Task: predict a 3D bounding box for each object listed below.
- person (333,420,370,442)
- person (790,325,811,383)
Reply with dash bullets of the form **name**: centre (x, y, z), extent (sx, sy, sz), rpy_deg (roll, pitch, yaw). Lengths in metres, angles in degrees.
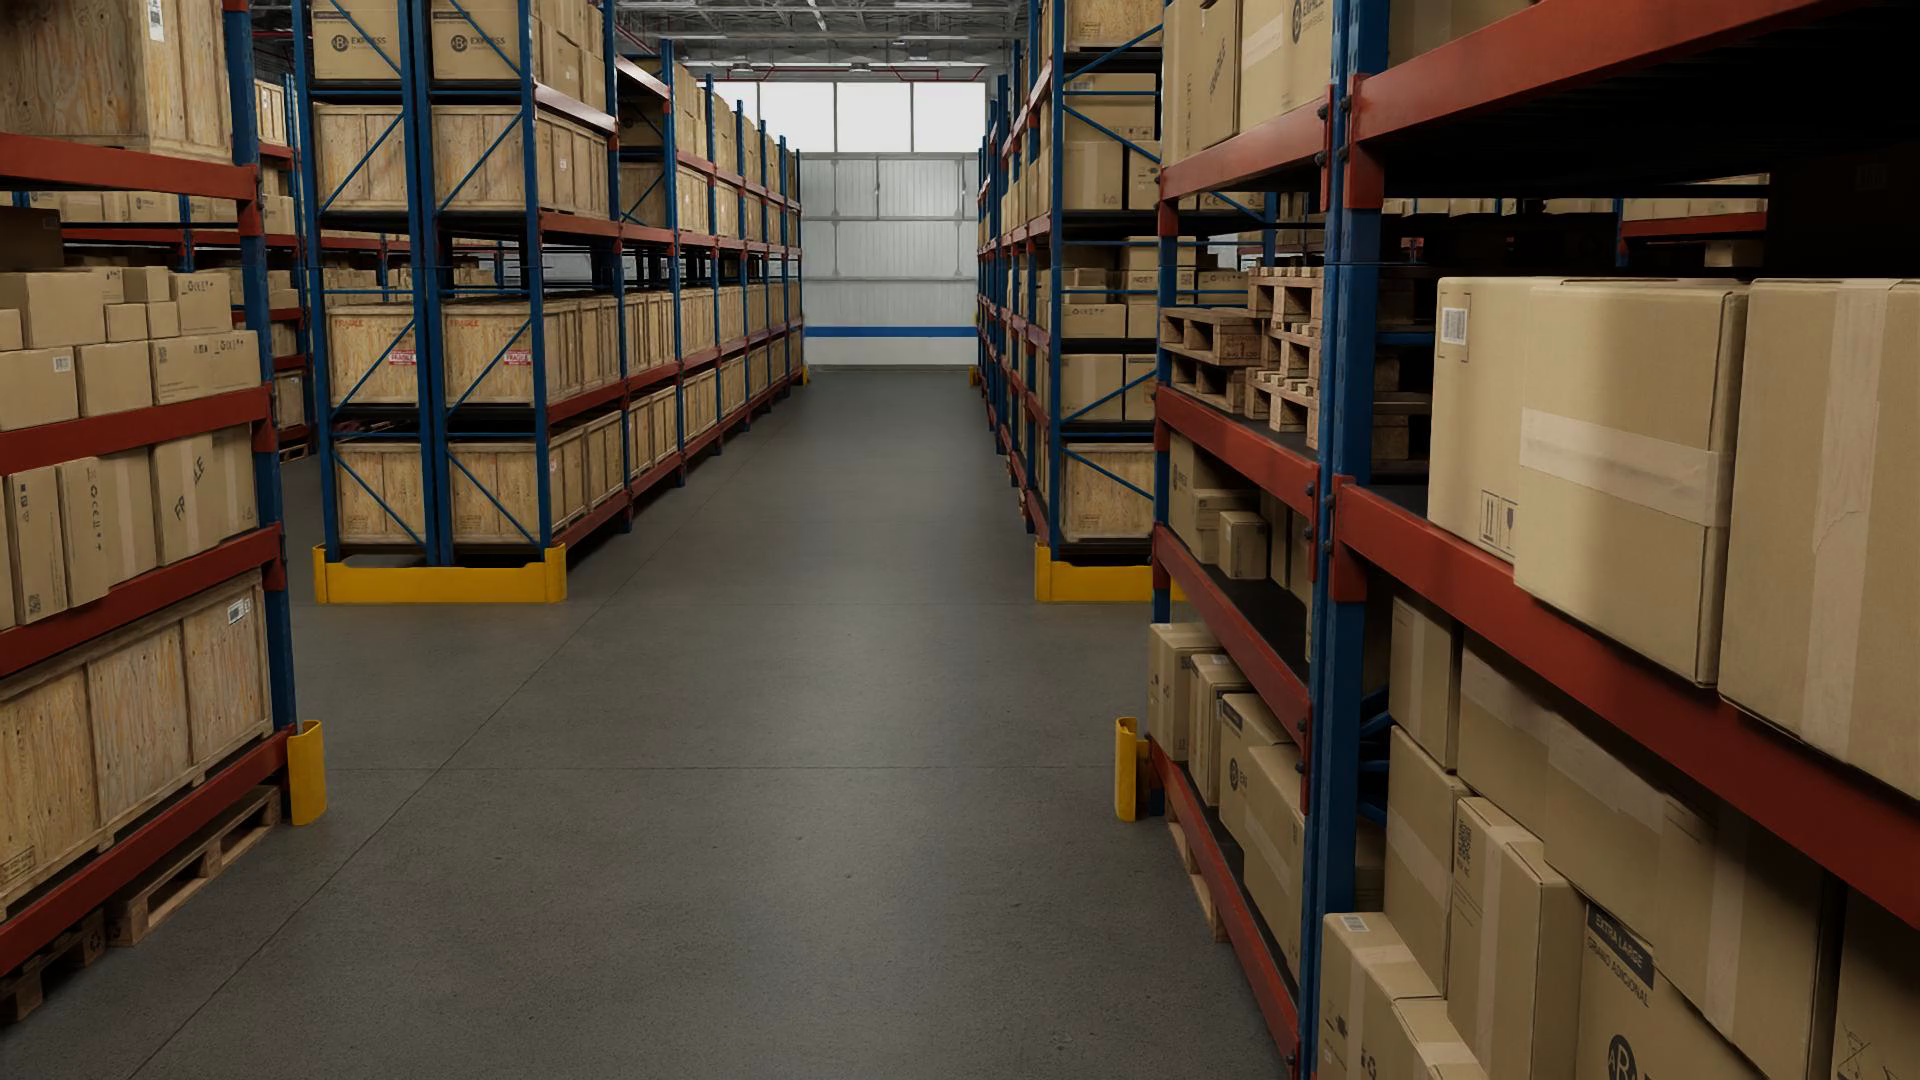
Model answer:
- **person**: centre (-8.740, -1.740, 23.642), extent (0.654, 1.871, 0.937), rpy_deg (-2, 9, -10)
- **person**: centre (-4.428, -5.100, 44.136), extent (1.006, 1.881, 0.666), rpy_deg (0, 9, -2)
